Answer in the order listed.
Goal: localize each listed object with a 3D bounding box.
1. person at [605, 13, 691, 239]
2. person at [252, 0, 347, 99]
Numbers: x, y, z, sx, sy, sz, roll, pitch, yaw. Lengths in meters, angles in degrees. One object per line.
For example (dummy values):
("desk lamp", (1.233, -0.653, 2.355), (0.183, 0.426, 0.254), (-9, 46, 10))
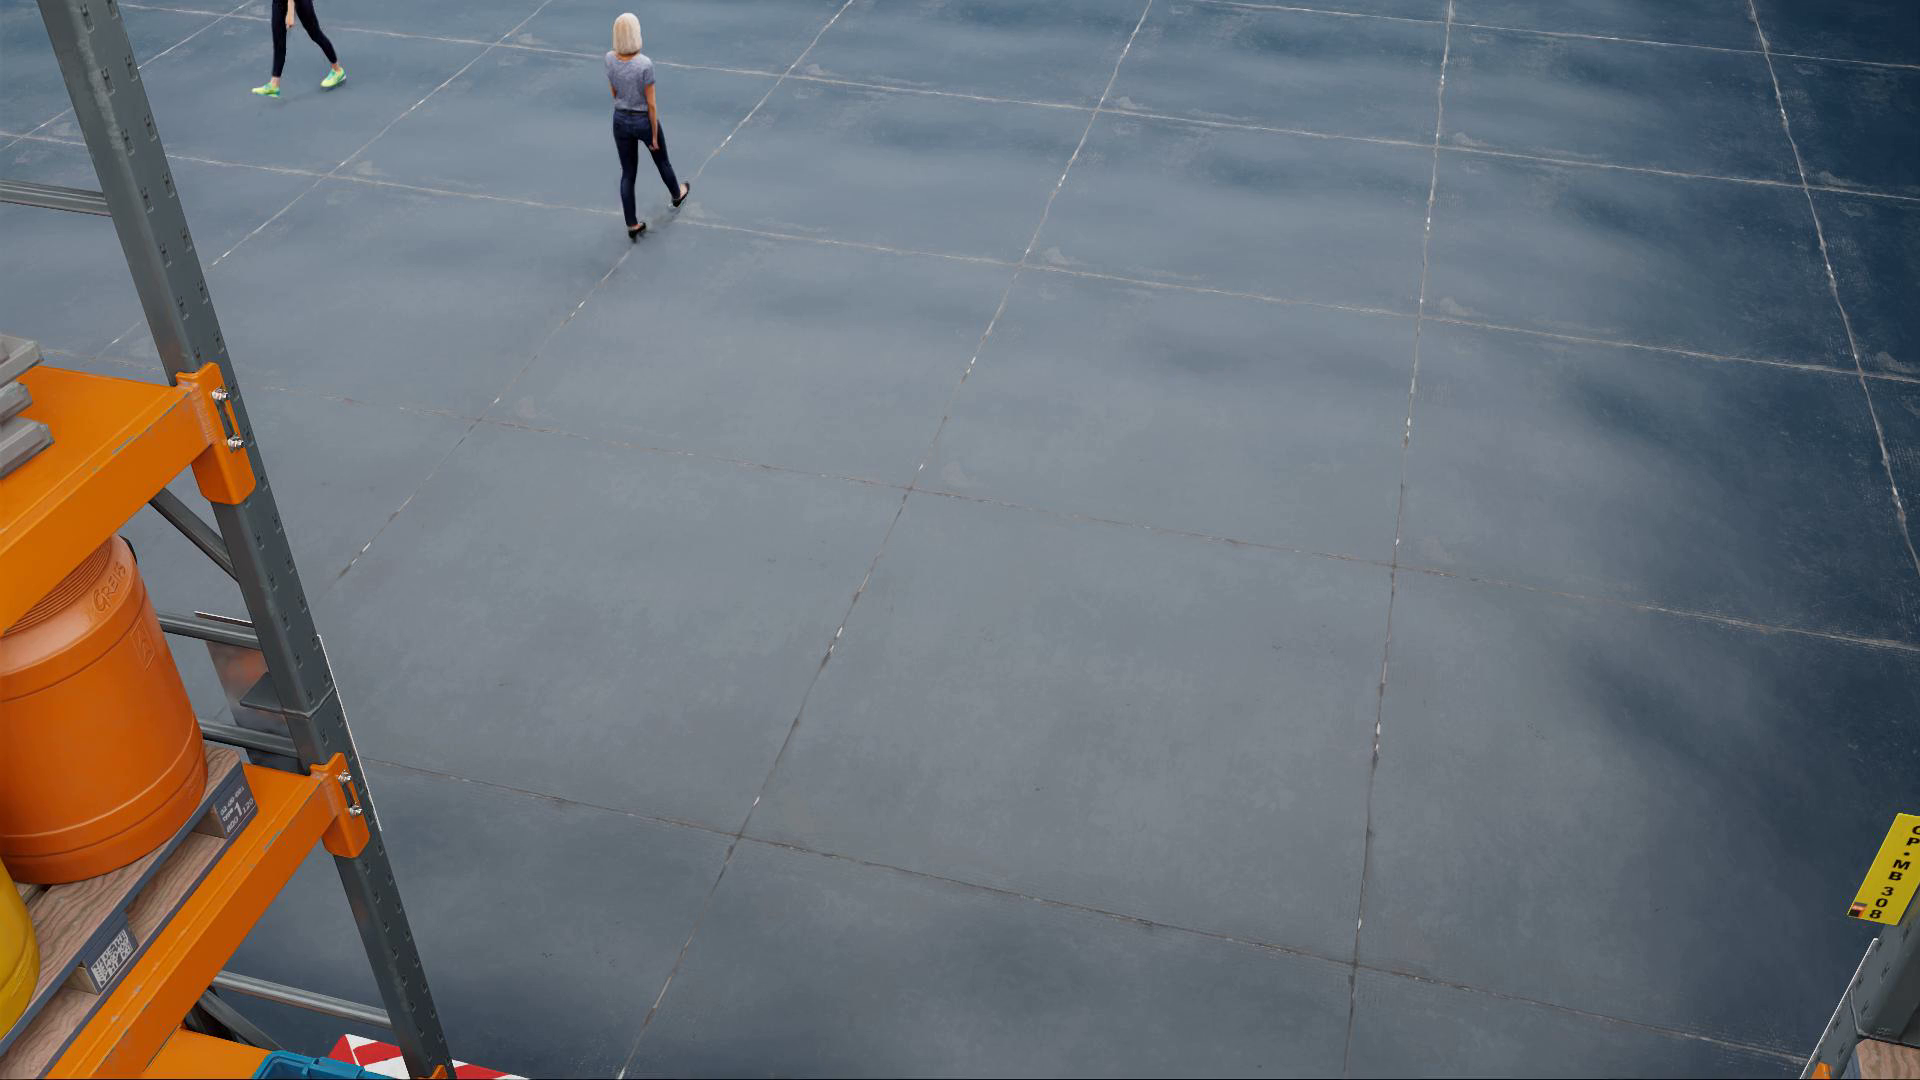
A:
("person", (-2.510, -3.115, 12.686), (0.563, 1.685, 1.023), (9, 39, 12))
("person", (-5.894, -4.823, 14.888), (0.862, 1.662, 1.205), (23, 44, 27))
